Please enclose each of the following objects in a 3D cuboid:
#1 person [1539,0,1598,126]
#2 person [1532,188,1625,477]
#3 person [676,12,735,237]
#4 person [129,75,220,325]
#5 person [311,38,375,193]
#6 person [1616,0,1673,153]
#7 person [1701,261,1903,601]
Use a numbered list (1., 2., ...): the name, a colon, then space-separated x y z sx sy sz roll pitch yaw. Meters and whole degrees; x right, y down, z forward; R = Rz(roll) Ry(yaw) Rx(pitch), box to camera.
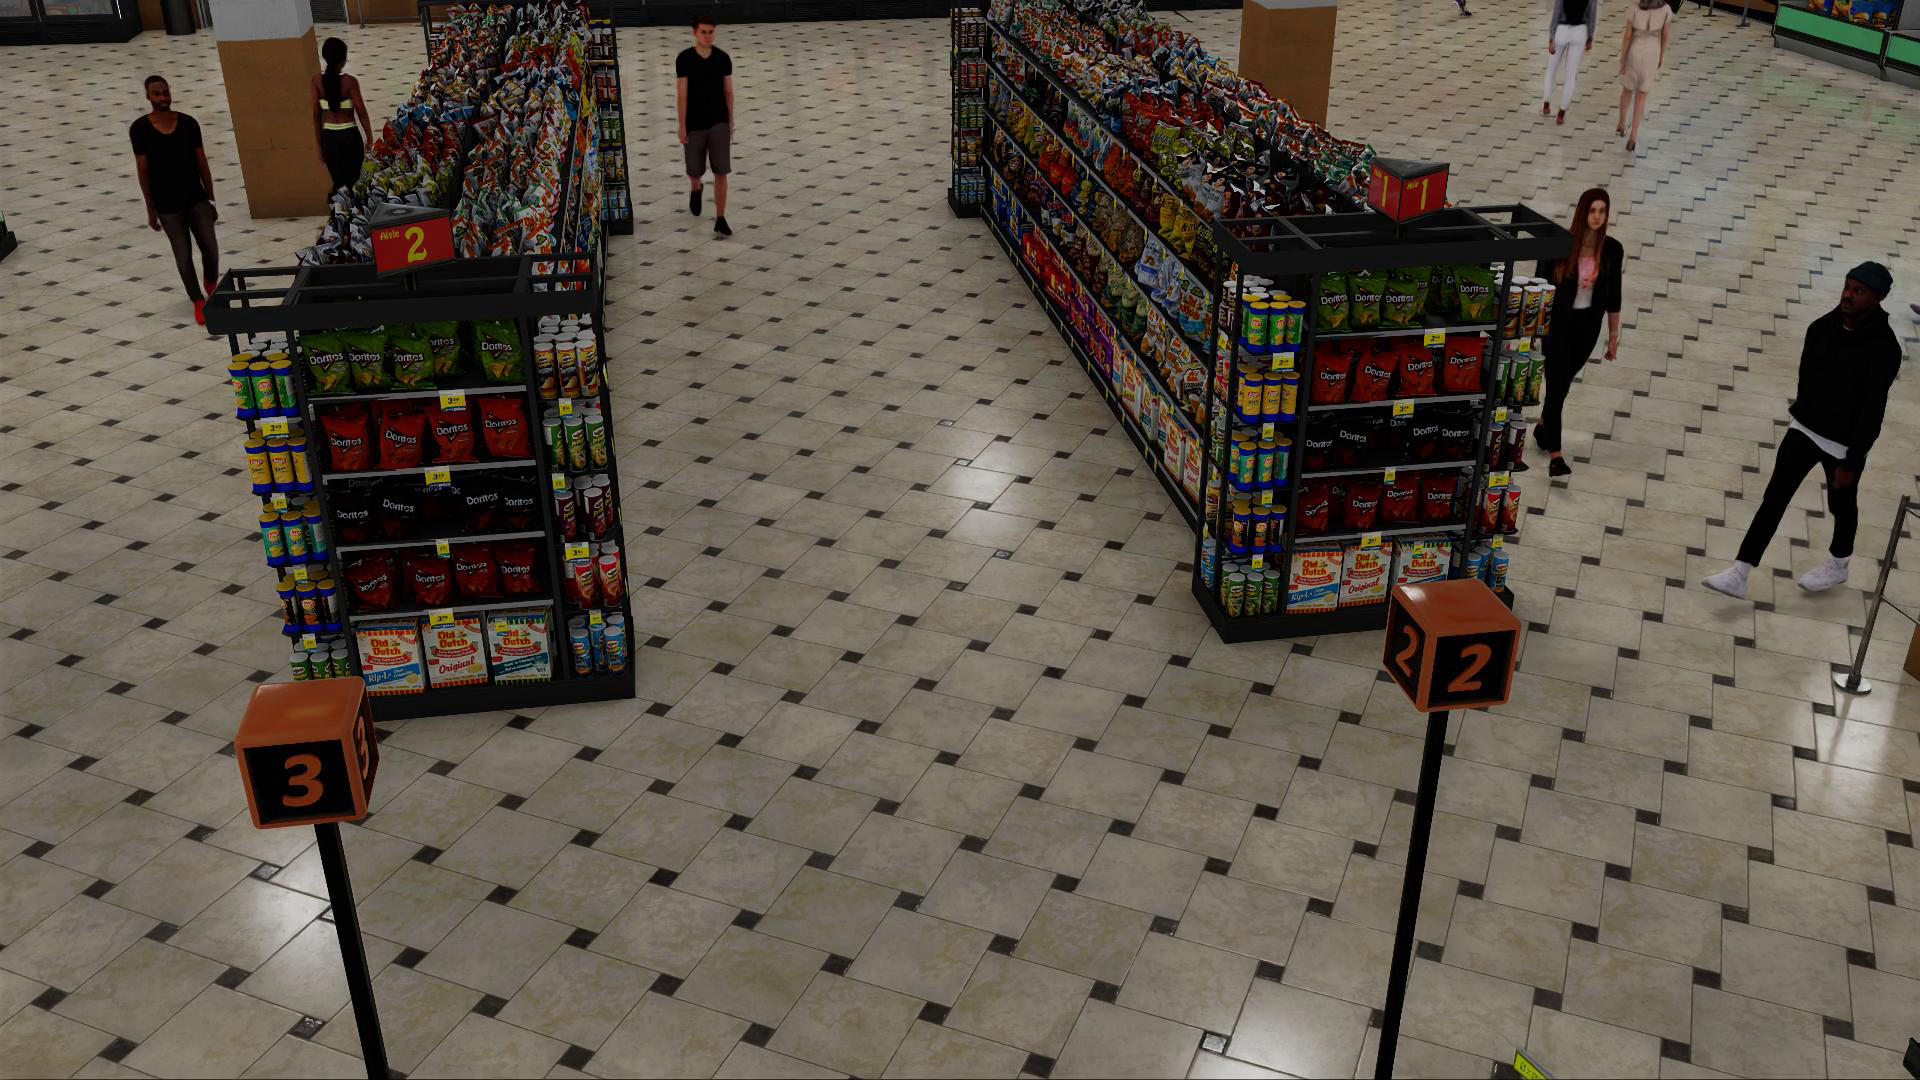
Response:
1. person: 6.566 -5.345 17.900 0.838 1.704 0.952 9 28 18
2. person: 3.610 -1.257 9.877 0.810 1.669 1.171 2 27 3
3. person: -2.194 -3.575 14.252 0.762 1.846 1.102 -9 28 -17
4. person: -5.731 -2.501 12.189 0.743 1.796 0.783 -14 30 -26
5. person: -5.053 -3.175 13.582 0.591 1.739 0.603 -4 27 -8
6. person: 6.875 -4.743 16.743 0.978 1.678 1.246 8 28 16
7. person: 4.397 -0.501 8.277 0.986 1.769 1.205 -13 29 -23
